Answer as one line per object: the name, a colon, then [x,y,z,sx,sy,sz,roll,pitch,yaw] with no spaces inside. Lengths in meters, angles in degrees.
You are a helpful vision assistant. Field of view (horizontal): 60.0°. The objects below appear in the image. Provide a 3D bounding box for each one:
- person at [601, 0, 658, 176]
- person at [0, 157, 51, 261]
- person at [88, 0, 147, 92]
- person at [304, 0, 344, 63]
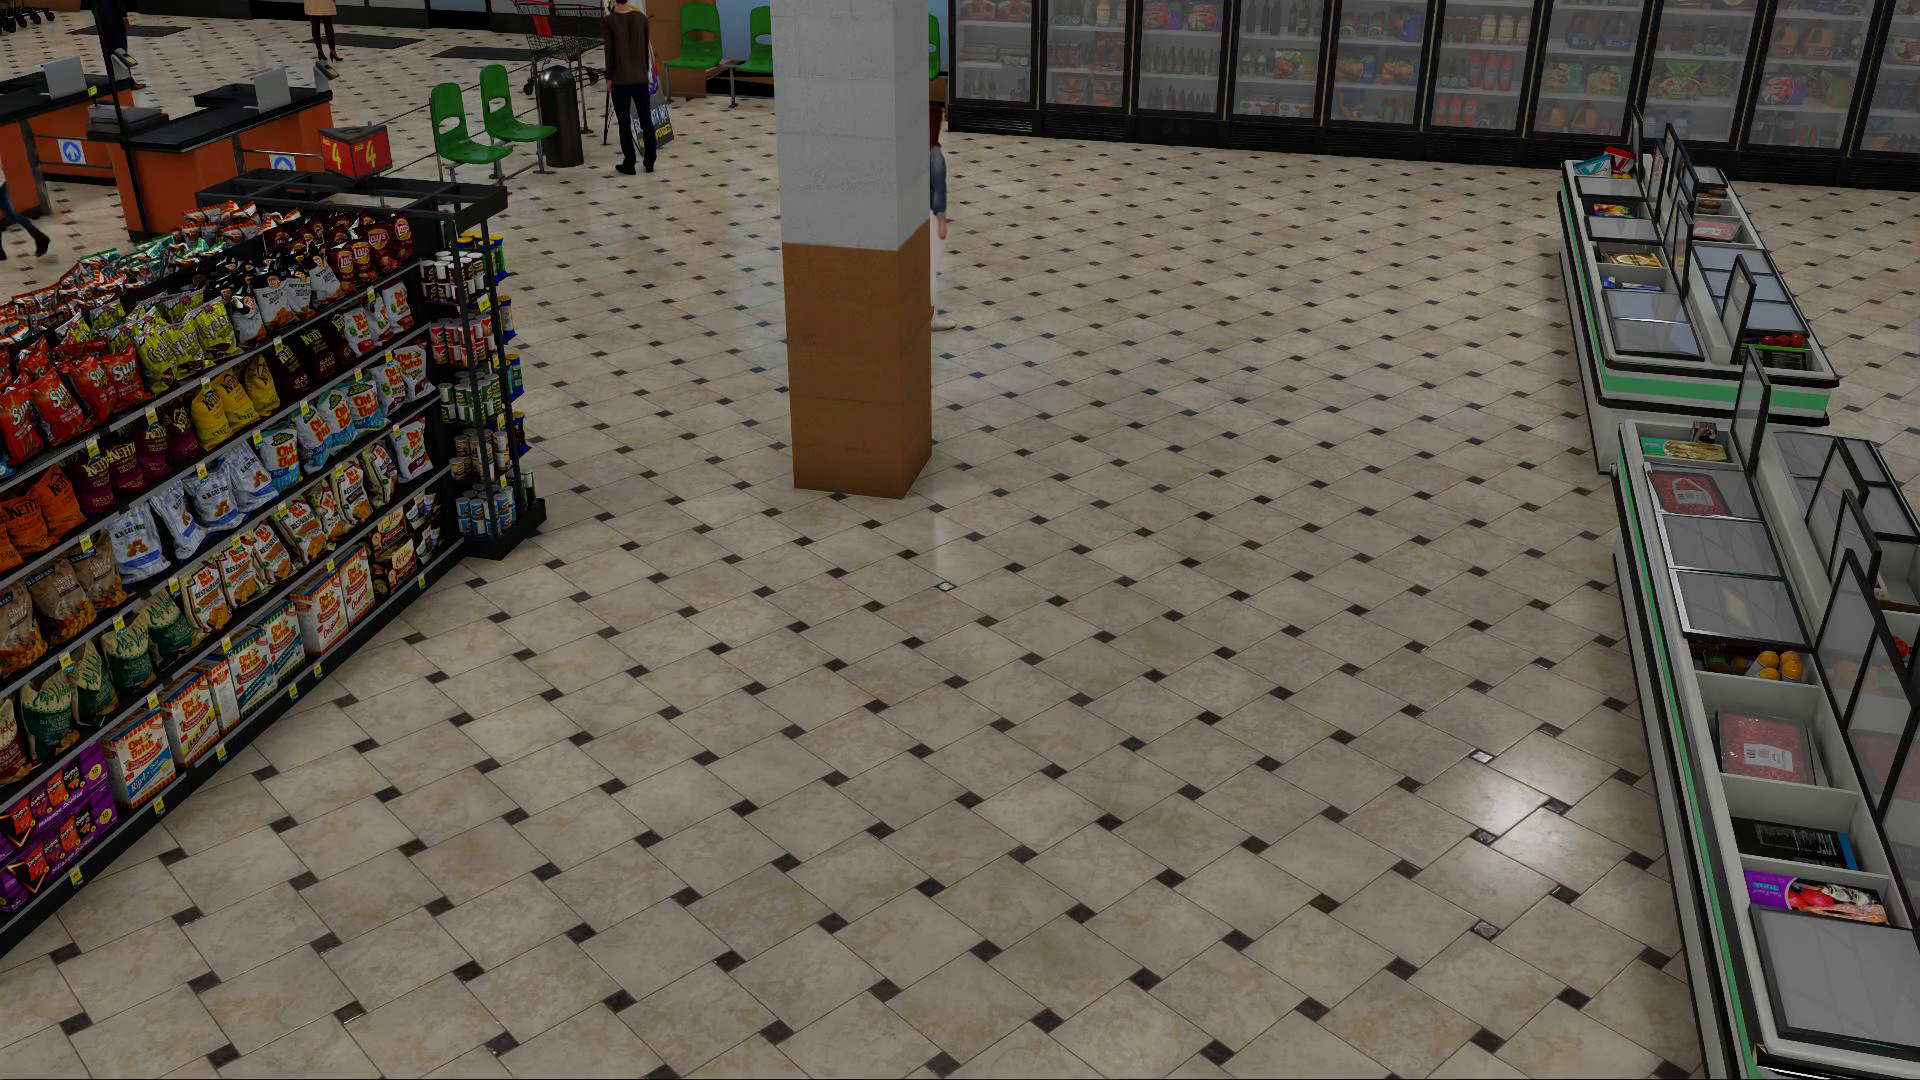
person: [-3.304,-4.621,16.621,0.723,1.888,0.802,-18,32,-31]
person: [-8.092,-2.979,14.034,0.601,1.298,0.827,4,27,7]
person: [-10.341,-6.351,20.209,0.620,1.728,0.515,7,28,13]
person: [-8.428,-7.146,21.829,0.628,1.682,0.503,7,28,13]
